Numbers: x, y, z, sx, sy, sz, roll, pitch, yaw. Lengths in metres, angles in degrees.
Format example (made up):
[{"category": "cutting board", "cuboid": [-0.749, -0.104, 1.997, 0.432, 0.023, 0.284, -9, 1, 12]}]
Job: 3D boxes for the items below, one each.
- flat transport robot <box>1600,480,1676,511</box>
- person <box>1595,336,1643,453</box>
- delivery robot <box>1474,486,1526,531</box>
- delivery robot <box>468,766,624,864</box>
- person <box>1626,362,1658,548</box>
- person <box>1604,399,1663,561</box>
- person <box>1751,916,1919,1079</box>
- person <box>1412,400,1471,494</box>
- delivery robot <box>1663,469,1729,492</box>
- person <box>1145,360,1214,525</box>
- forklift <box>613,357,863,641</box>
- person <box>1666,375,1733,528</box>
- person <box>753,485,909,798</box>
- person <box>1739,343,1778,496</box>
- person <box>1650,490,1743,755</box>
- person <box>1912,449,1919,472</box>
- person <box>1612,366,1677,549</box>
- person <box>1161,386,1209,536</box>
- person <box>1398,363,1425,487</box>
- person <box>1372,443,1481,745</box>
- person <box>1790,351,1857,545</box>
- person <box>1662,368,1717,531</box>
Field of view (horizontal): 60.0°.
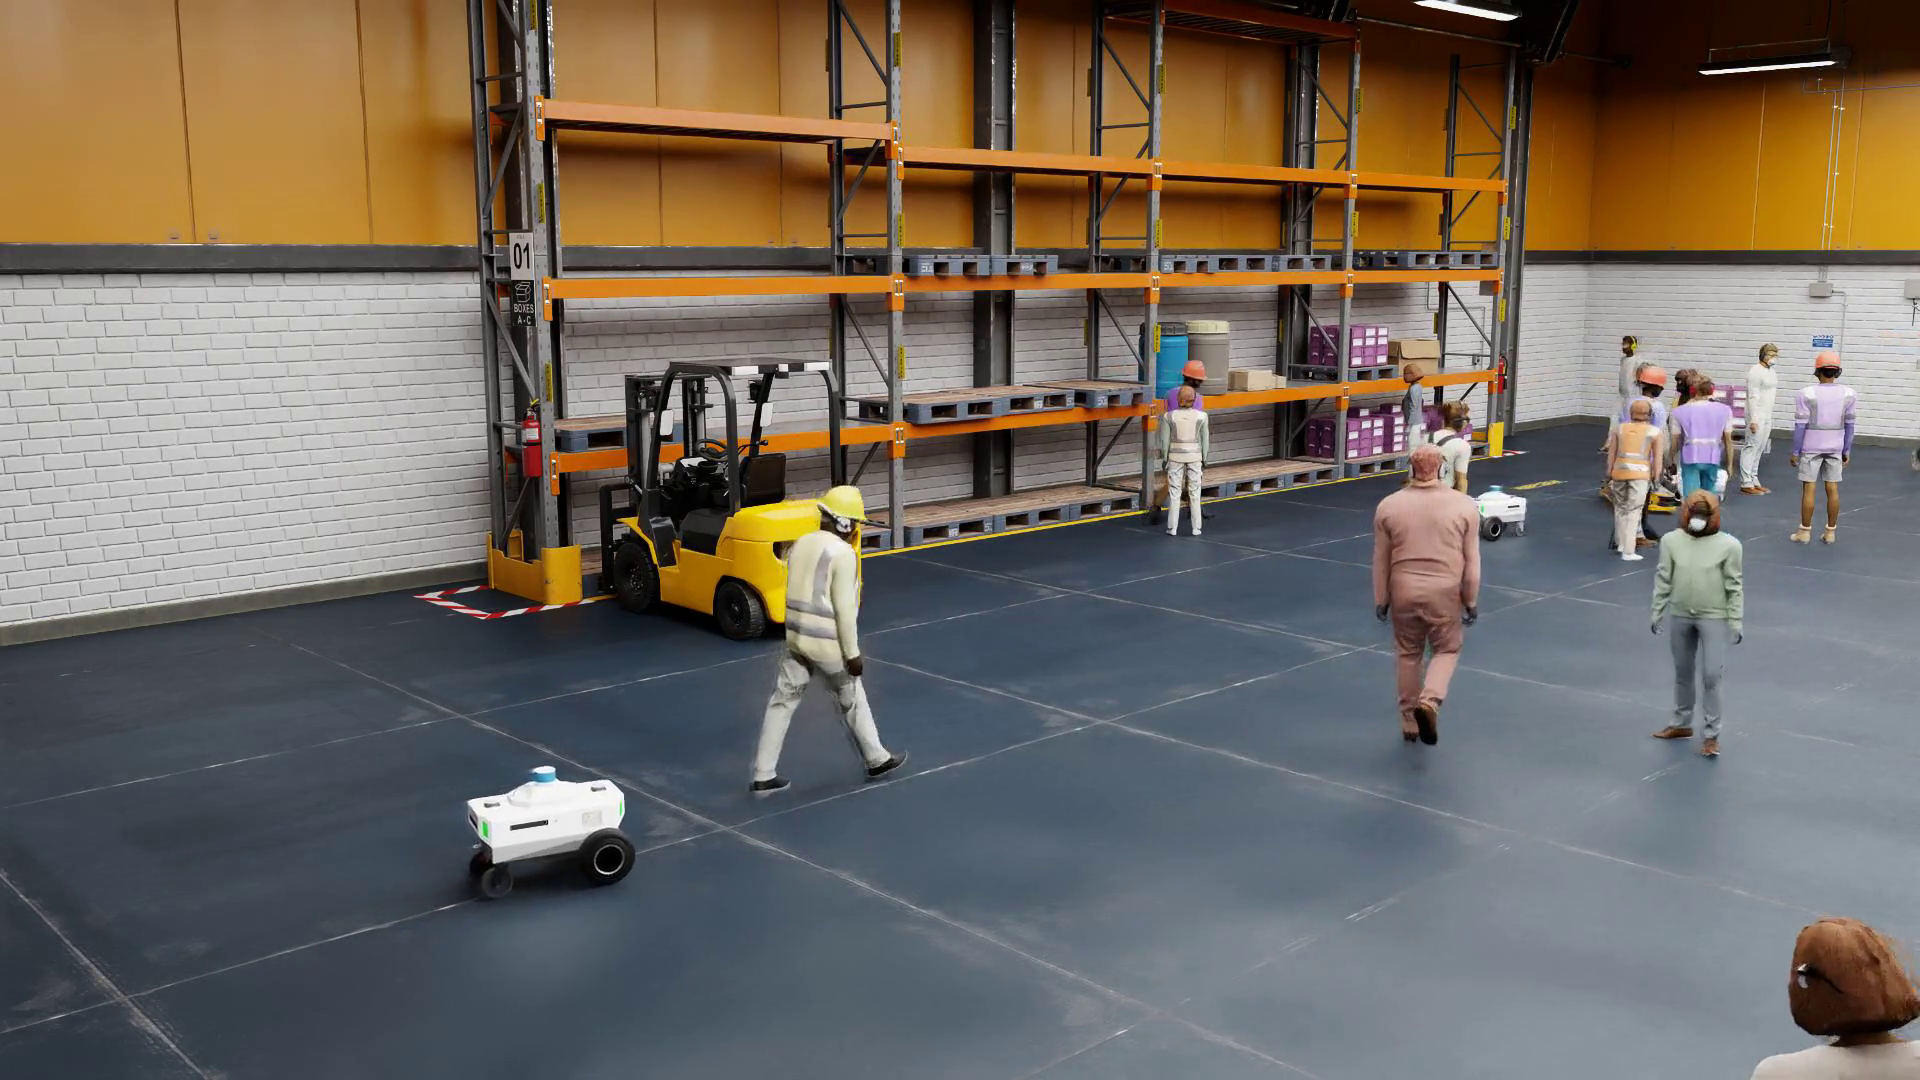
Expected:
[{"category": "flat transport robot", "cuboid": [8.244, -0.547, 20.258, 0.652, 0.197, 1.431, 2, 10, 13]}, {"category": "person", "cuboid": [10.325, -2.232, 25.610, 0.959, 1.826, 0.536, -3, 10, -17]}, {"category": "delivery robot", "cuboid": [5.766, -0.344, 17.961, 0.707, 0.478, 0.477, -5, 11, -29]}, {"category": "delivery robot", "cuboid": [-2.009, 1.345, 8.076, 0.707, 0.478, 0.477, -5, 11, -27]}, {"category": "person", "cuboid": [7.140, -0.897, 17.424, 0.361, 1.939, 0.635, 1, 10, 7]}, {"category": "person", "cuboid": [6.791, -0.609, 16.735, 0.541, 1.599, 0.664, 8, 13, 40]}, {"category": "person", "cuboid": [1.987, 1.629, 3.688, 0.507, 1.564, 0.888, -1, 10, -3]}, {"category": "person", "cuboid": [4.114, -0.285, 14.219, 0.565, 1.809, 0.516, -4, 11, -23]}, {"category": "delivery robot", "cuboid": [9.016, -0.756, 20.372, 0.707, 0.478, 0.477, 1, 10, 8]}, {"category": "person", "cuboid": [2.507, -1.104, 18.855, 0.999, 1.876, 0.562, -6, 11, -31]}, {"category": "forklift", "cuboid": [-1.847, -0.414, 13.852, 1.214, 2.155, 2.313, -9, 13, -42]}, {"category": "person", "cuboid": [7.534, -0.767, 16.972, 0.608, 1.823, 0.698, 2, 10, 11]}, {"category": "person", "cuboid": [-0.739, 0.570, 9.427, 1.018, 1.736, 0.605, -8, 13, -40]}, {"category": "person", "cuboid": [10.179, -1.533, 21.164, 0.375, 1.936, 0.627, 9, 13, 43]}, {"category": "person", "cuboid": [4.519, 0.498, 10.206, 0.483, 1.618, 0.578, -9, 13, -42]}, {"category": "person", "cuboid": [13.489, -1.807, 22.655, 0.624, 1.974, 0.788, -3, 10, -16]}, {"category": "person", "cuboid": [7.165, -0.843, 17.221, 0.857, 1.900, 0.553, -2, 10, -12]}, {"category": "person", "cuboid": [2.436, -0.848, 18.015, 0.516, 1.641, 0.308, 0, 10, 3]}, {"category": "person", "cuboid": [5.940, -1.503, 21.867, 0.279, 1.633, 0.499, 4, 11, 23]}, {"category": "person", "cuboid": [2.861, 0.350, 10.262, 0.655, 1.888, 0.590, 5, 11, 26]}, {"category": "person", "cuboid": [9.064, -0.963, 17.512, 0.608, 2.044, 0.370, 1, 10, 5]}, {"category": "person", "cuboid": [7.926, -0.973, 18.255, 0.626, 1.808, 0.629, -2, 10, -12]}]
